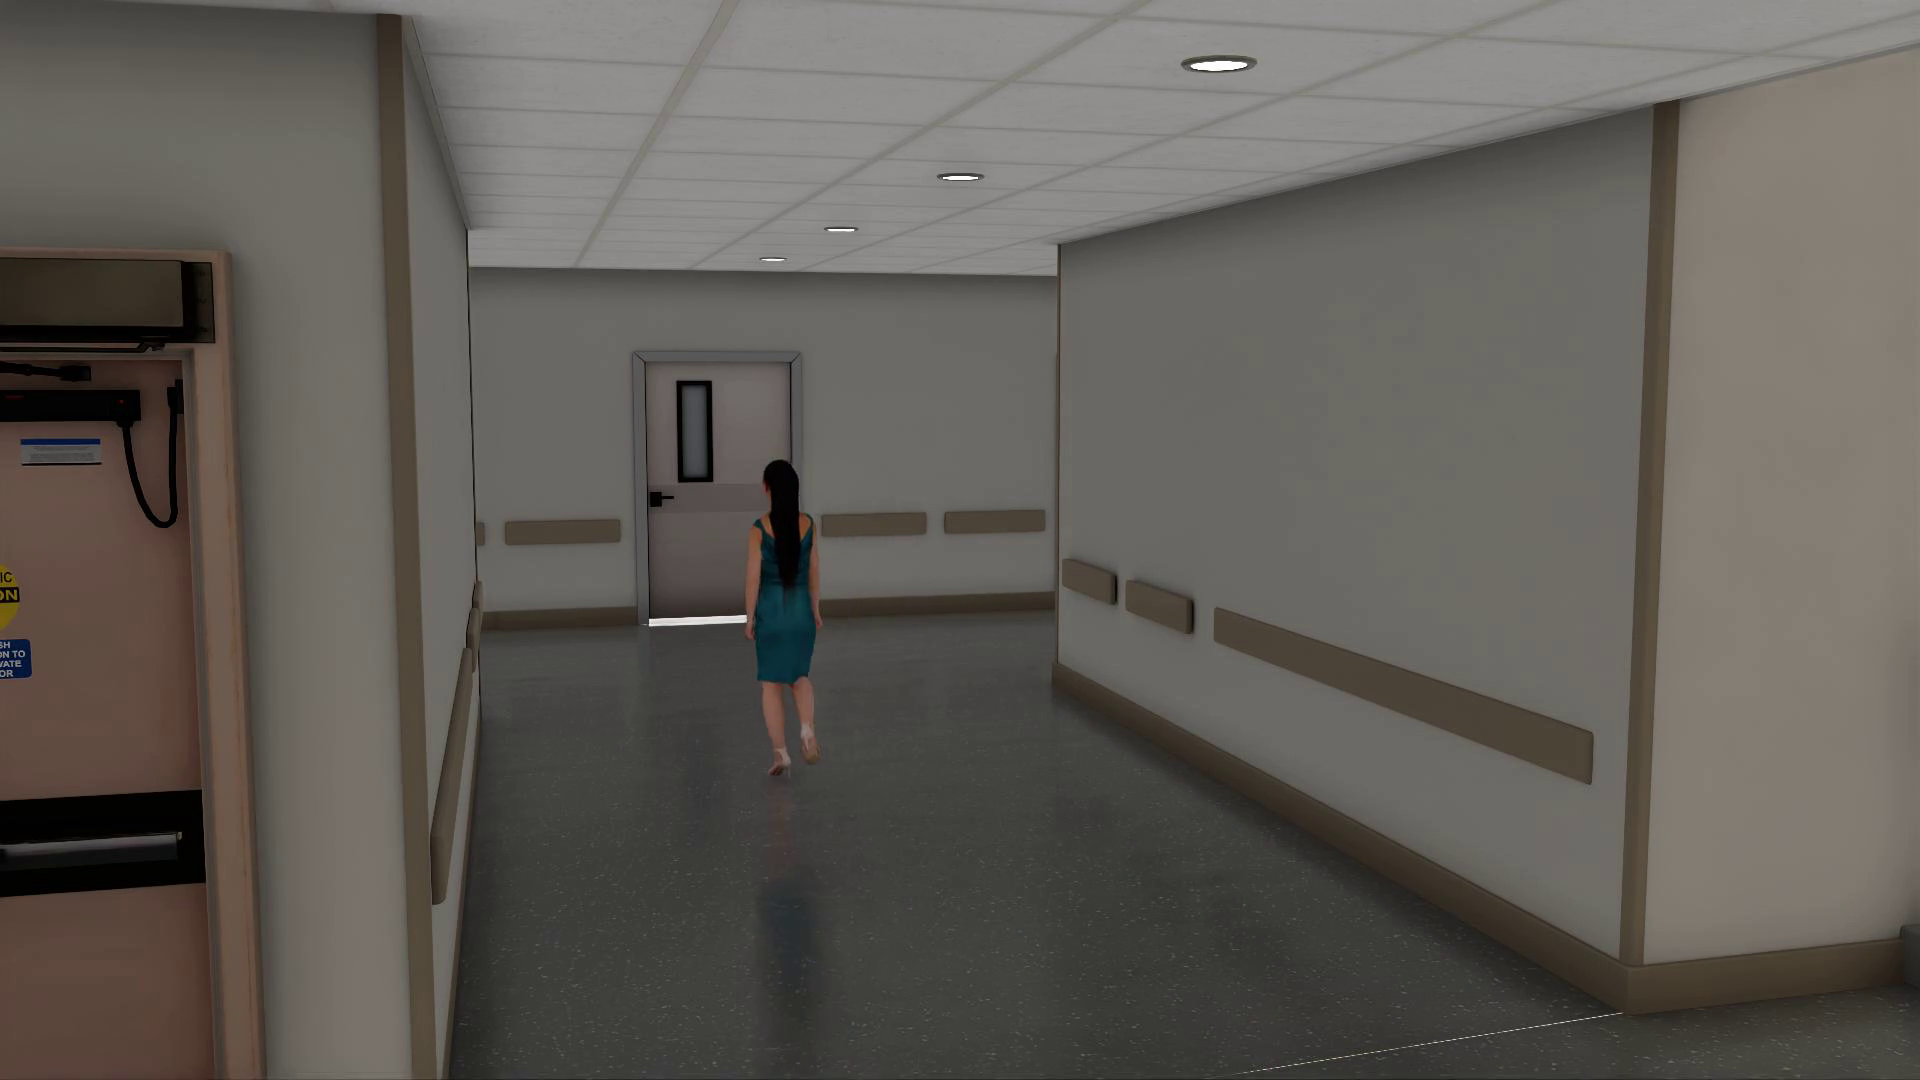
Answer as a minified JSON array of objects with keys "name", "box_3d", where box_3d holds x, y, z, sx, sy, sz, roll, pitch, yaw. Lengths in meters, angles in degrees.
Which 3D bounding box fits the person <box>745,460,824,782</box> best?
[{"name":"person","box_3d":[-0.874,0.435,8.572,0.673,1.674,0.703,-3,6,-28]}]
